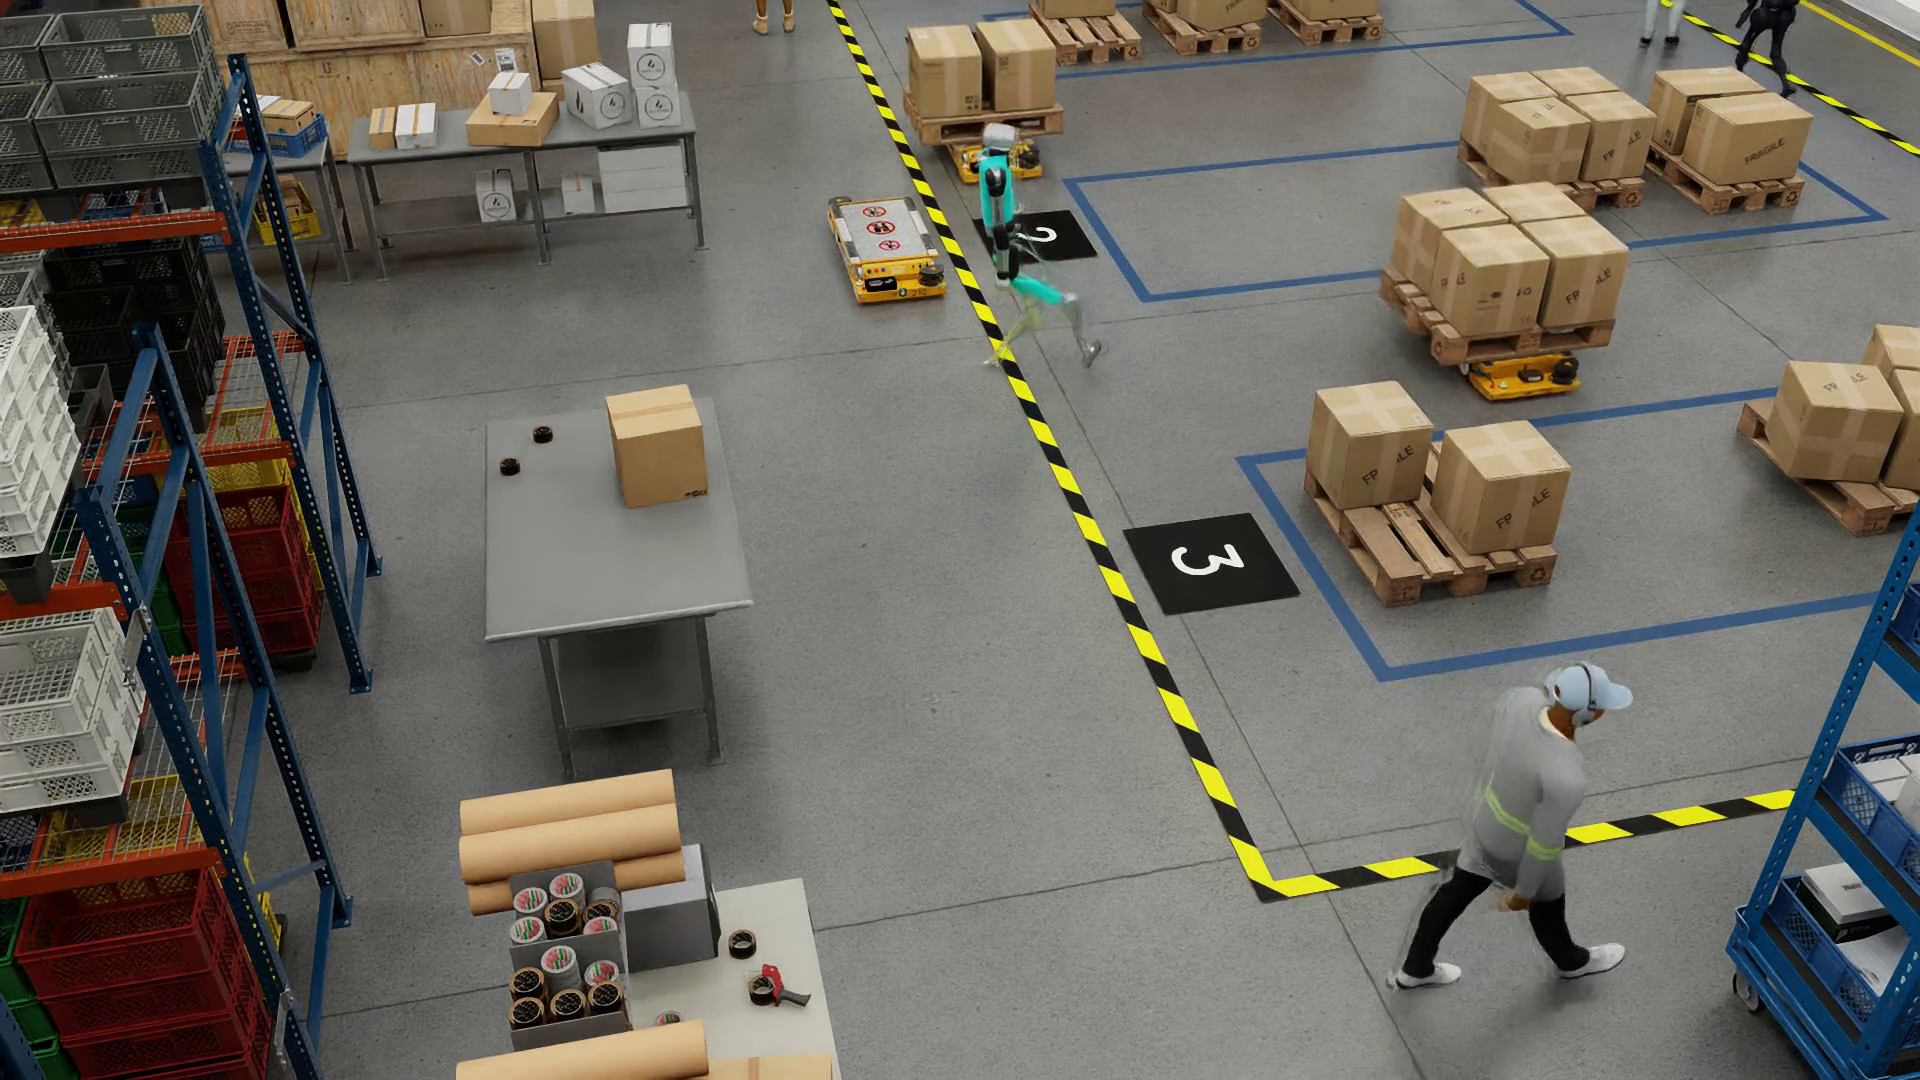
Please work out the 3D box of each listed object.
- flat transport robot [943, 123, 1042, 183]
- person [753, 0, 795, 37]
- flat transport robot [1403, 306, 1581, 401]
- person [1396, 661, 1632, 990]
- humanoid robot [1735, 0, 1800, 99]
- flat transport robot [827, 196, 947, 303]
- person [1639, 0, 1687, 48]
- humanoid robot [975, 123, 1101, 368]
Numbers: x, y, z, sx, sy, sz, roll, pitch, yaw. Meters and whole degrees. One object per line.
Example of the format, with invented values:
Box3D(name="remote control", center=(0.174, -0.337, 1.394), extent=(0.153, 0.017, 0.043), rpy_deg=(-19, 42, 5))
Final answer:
Box3D(name="flat transport robot", center=(0.201, -3.444, 14.159), extent=(0.652, 0.197, 1.431), rpy_deg=(-8, 37, -10))
Box3D(name="person", center=(-1.862, -5.895, 15.993), extent=(0.614, 2.039, 0.379), rpy_deg=(-10, 38, -14))
Box3D(name="flat transport robot", center=(3.630, -1.434, 11.457), extent=(0.652, 0.197, 1.431), rpy_deg=(-8, 37, -10))
Box3D(name="person", center=(2.332, 1.178, 6.693), extent=(0.988, 1.795, 0.586), rpy_deg=(-7, 37, -9))
Box3D(name="humanoid robot", center=(7.274, -4.730, 14.762), extent=(0.607, 1.630, 0.737), rpy_deg=(-14, 39, -18))
Box3D(name="flat transport robot", center=(-0.570, -2.220, 12.538), extent=(0.659, 0.231, 1.431), rpy_deg=(-8, 37, -10))
Box3D(name="person", center=(6.786, -5.603, 15.806), extent=(0.613, 1.802, 0.507), rpy_deg=(23, 42, 28))
Box3D(name="humanoid robot", center=(0.565, -1.871, 10.856), extent=(0.955, 1.763, 0.544), rpy_deg=(-2, 37, -2))
